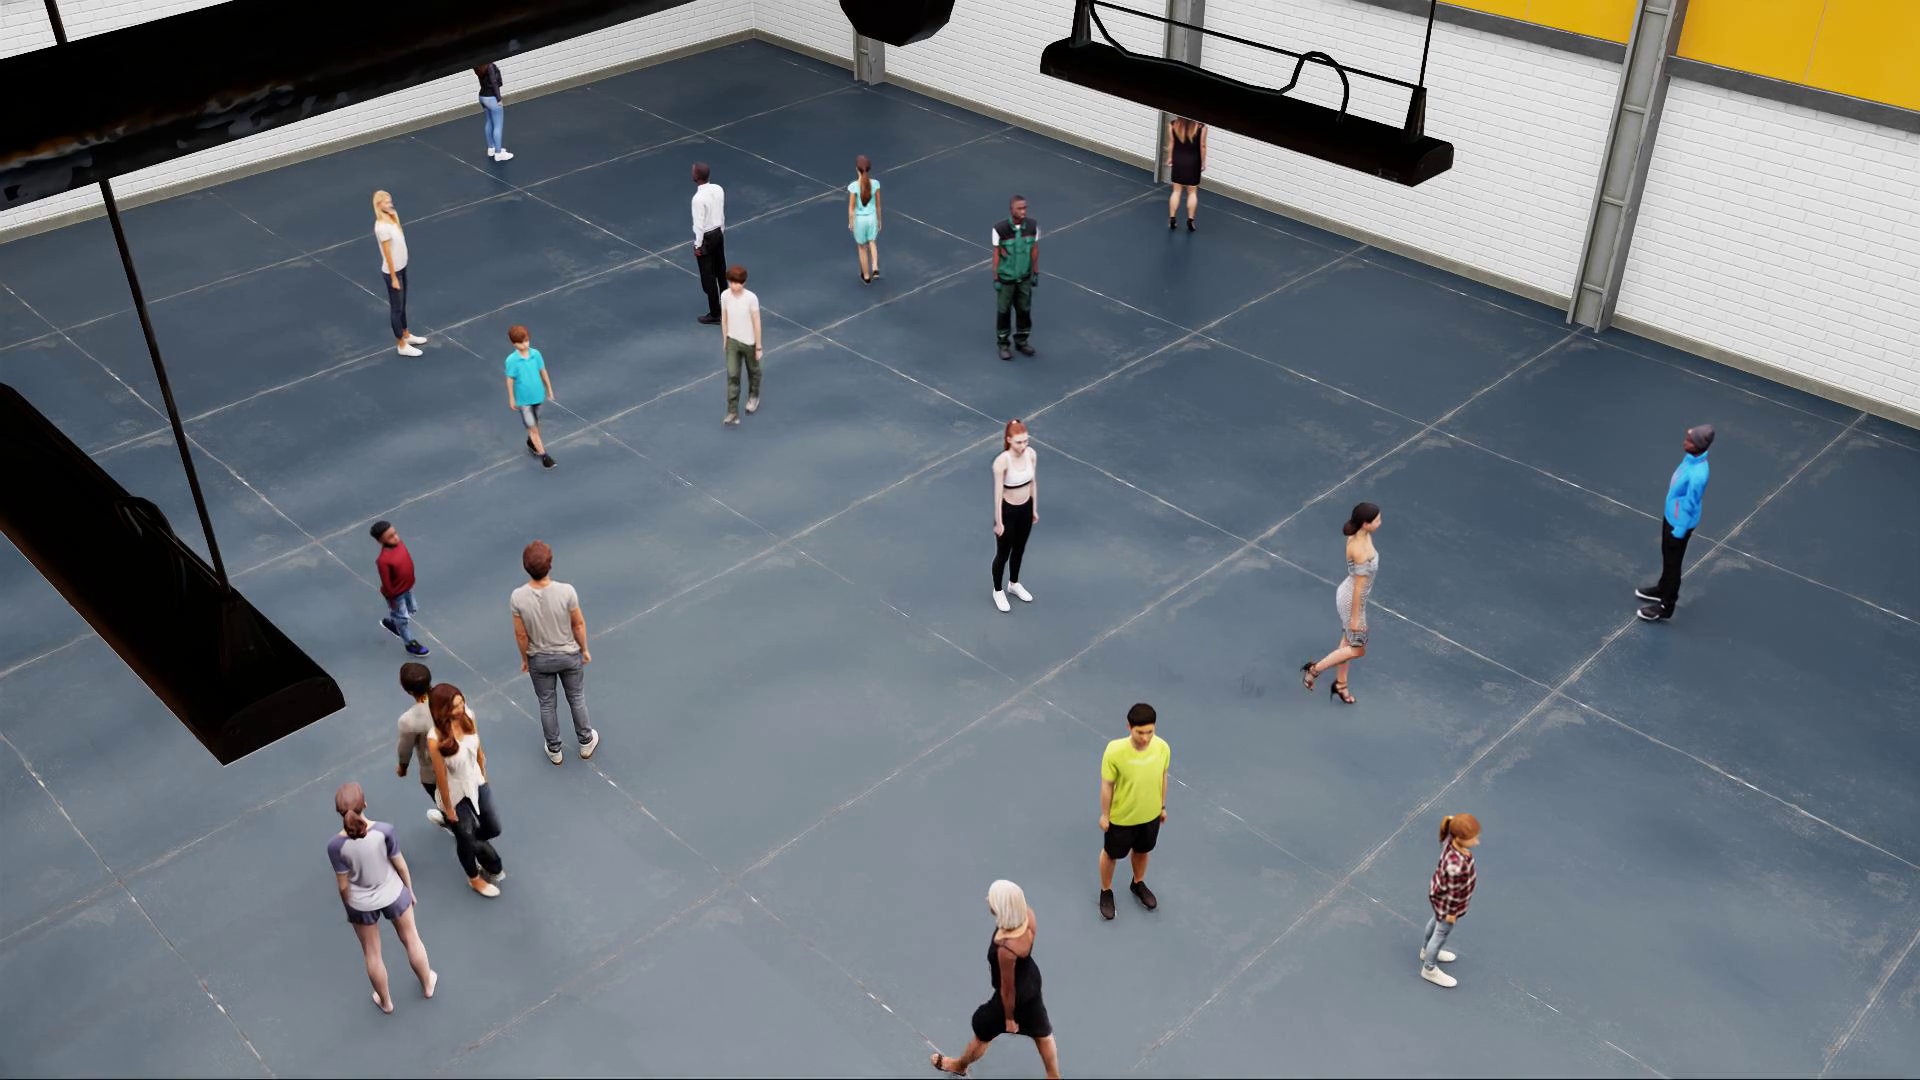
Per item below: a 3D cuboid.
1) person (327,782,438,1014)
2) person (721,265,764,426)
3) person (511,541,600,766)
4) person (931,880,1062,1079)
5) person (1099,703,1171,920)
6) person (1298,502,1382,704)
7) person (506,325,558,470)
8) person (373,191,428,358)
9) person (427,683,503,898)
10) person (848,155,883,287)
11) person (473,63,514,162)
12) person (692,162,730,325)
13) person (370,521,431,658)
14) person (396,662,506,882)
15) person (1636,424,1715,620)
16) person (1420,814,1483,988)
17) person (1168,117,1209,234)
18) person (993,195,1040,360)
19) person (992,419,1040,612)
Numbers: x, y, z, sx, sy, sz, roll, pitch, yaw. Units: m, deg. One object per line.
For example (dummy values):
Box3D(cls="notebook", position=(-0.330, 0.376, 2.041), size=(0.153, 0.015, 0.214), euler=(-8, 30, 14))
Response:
Box3D(cls="person", position=(-3.572, 2.187, 10.180), size=(0.649, 1.766, 0.652), euler=(-15, 36, -21))
Box3D(cls="person", position=(-2.140, -2.003, 16.609), size=(1.054, 1.628, 1.029), euler=(5, 34, 8))
Box3D(cls="person", position=(-2.958, 0.827, 12.106), size=(0.739, 1.899, 0.743), euler=(-8, 34, -12))
Box3D(cls="person", position=(0.404, 2.635, 9.568), size=(1.135, 1.697, 0.864), euler=(14, 36, 20))
Box3D(cls="person", position=(1.128, 1.743, 10.901), size=(0.705, 1.708, 0.706), euler=(-8, 35, -12))
Box3D(cls="person", position=(2.911, 0.502, 12.671), size=(0.853, 1.815, 0.789), euler=(8, 34, 12))
Box3D(cls="person", position=(-4.145, -1.407, 15.908), size=(0.571, 1.412, 0.923), euler=(-27, 42, -34))
Box3D(cls="person", position=(-6.032, -2.855, 17.728), size=(0.723, 1.808, 0.648), euler=(-2, 34, -3))
Box3D(cls="person", position=(-3.370, 1.637, 11.000), size=(0.726, 1.775, 0.668), euler=(18, 37, 24))
Box3D(cls="person", position=(-1.075, -3.650, 19.155), size=(0.633, 1.552, 0.671), euler=(-13, 36, -19))
Box3D(cls="person", position=(-6.385, -6.005, 22.627), size=(0.687, 1.630, 0.496), euler=(-26, 42, -34))
Box3D(cls="person", position=(-2.763, -3.279, 18.341), size=(0.630, 1.835, 0.704), euler=(17, 37, 23))
Box3D(cls="person", position=(-4.574, 0.374, 13.374), size=(0.773, 1.249, 0.678), euler=(7, 34, 11))
Box3D(cls="person", position=(-3.357, 1.584, 11.080), size=(1.116, 1.774, 0.789), euler=(23, 40, 30))
Box3D(cls="person", position=(5.939, -0.162, 13.689), size=(0.713, 1.795, 0.695), euler=(7, 34, 10))
Box3D(cls="person", position=(3.082, 2.243, 10.512), size=(0.632, 1.306, 0.606), euler=(9, 35, 13))
Box3D(cls="person", position=(2.796, -4.621, 20.472), size=(0.670, 1.712, 0.787), euler=(12, 36, 18))
Box3D(cls="person", position=(0.570, -2.799, 17.620), size=(0.763, 1.834, 0.757), euler=(-11, 35, -16))
Box3D(cls="person", position=(0.450, -0.221, 13.824), size=(0.616, 1.742, 0.549), euler=(-22, 39, -29))
